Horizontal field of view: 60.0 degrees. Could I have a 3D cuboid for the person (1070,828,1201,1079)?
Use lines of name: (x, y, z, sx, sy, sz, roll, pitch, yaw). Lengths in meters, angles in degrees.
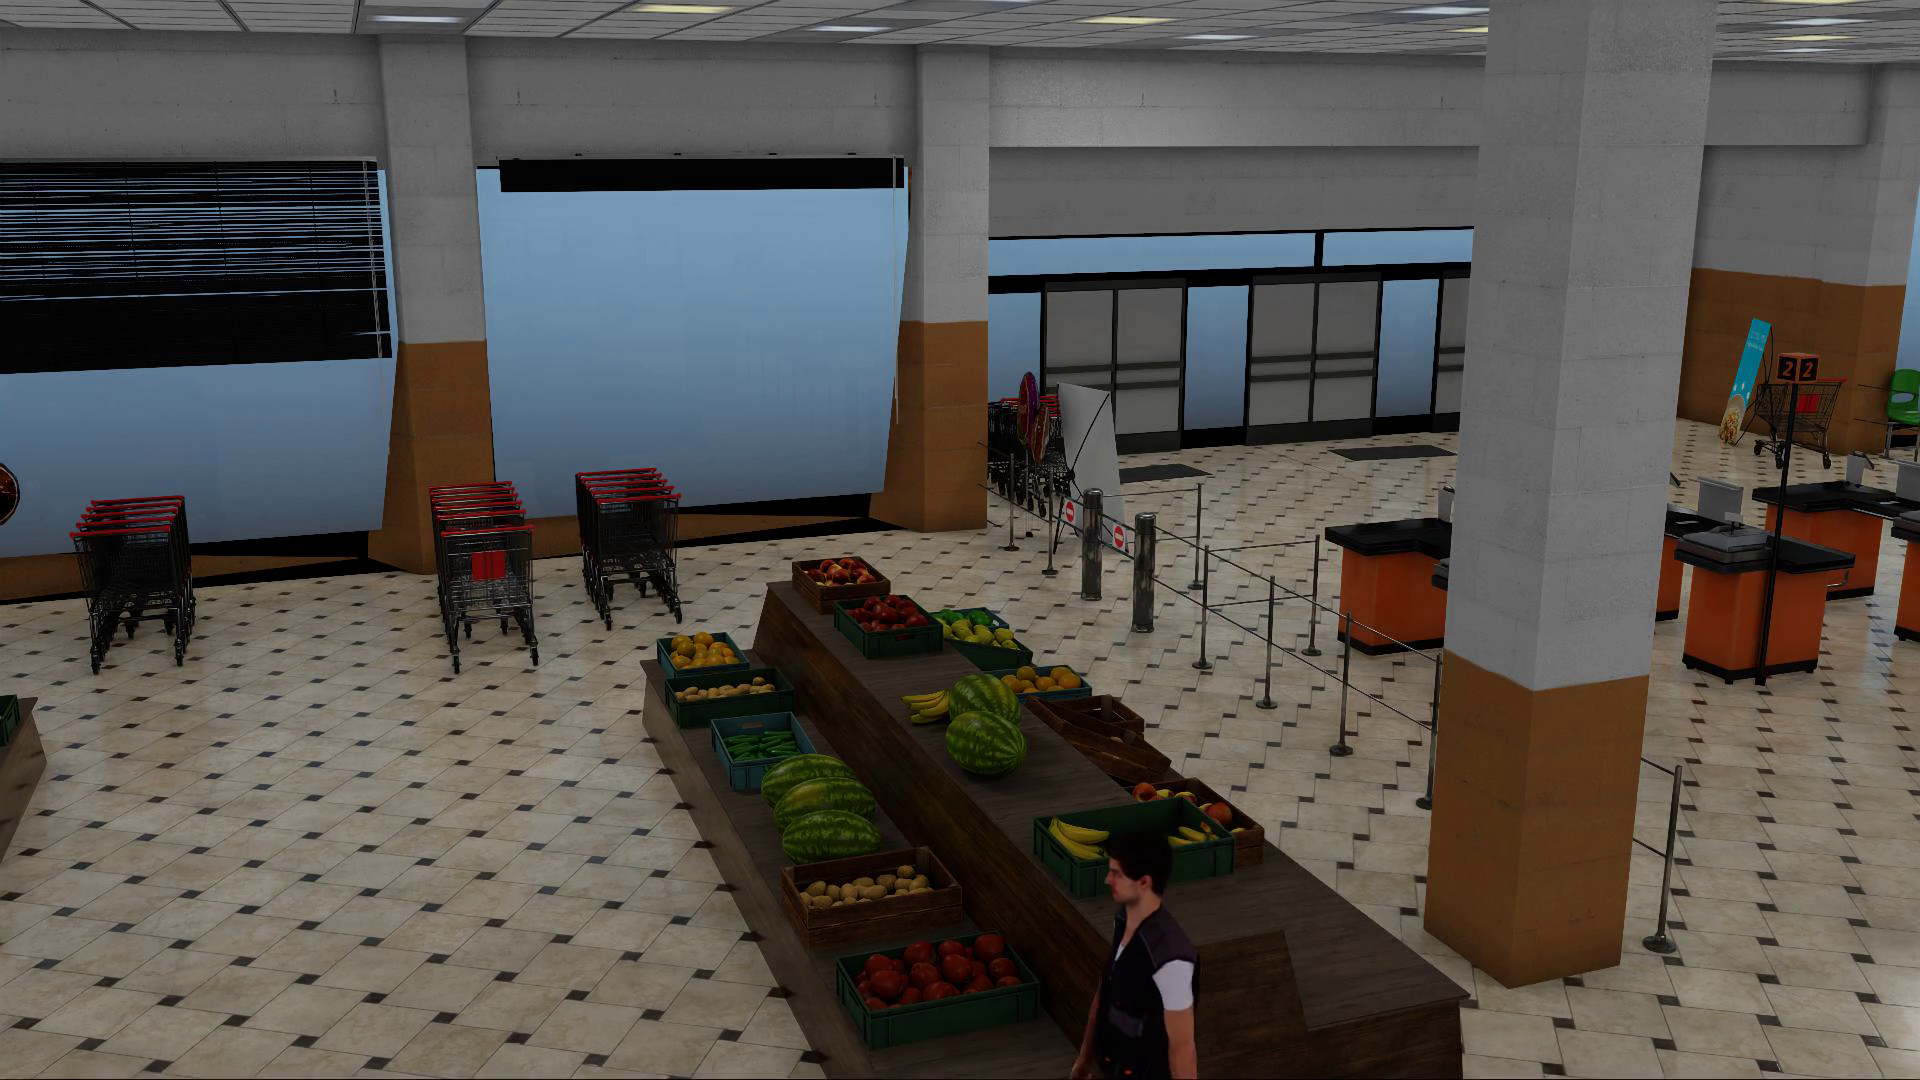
person: (0.752, 1.882, 5.825, 0.875, 1.796, 1.208, -2, 14, -10)
